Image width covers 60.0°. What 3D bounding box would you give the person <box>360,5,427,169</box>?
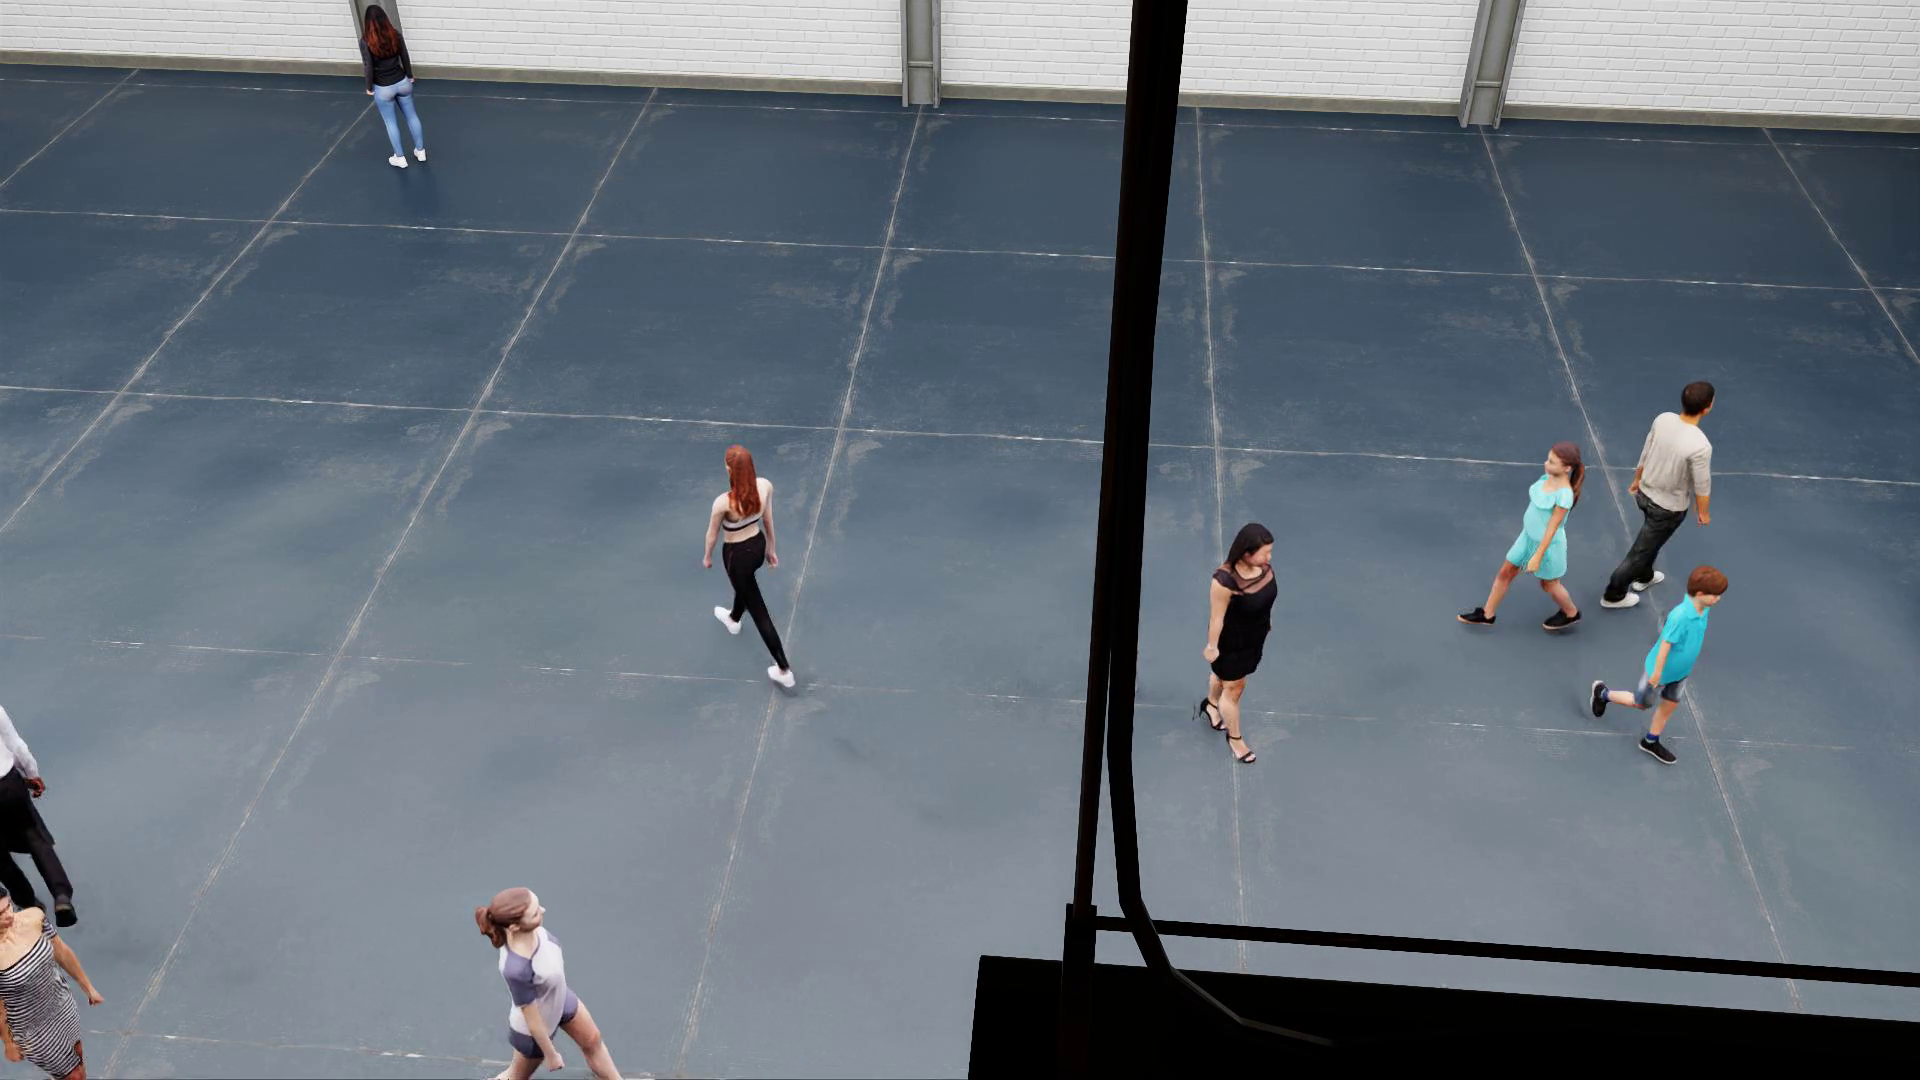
[{"bbox_3d":[-5.674,-4.536,16.590,0.727,1.634,0.781,-29,47,-31],"label":"person"}]

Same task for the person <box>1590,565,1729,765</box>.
[{"bbox_3d":[4.292,0.708,10.188,0.869,1.427,0.886,-21,43,-25],"label":"person"}]

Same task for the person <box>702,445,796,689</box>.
[{"bbox_3d":[-1.317,0.198,10.613,1.105,1.694,1.204,-29,47,-32],"label":"person"}]

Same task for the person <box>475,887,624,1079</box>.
[{"bbox_3d":[-2.096,2.295,7.967,1.195,1.720,0.720,-4,39,-5],"label":"person"}]

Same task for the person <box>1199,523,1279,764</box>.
[{"bbox_3d":[1.633,0.563,10.147,0.912,1.706,0.855,29,47,31],"label":"person"}]

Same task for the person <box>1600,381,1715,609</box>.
[{"bbox_3d":[4.608,-0.245,11.089,0.941,1.792,0.849,-11,40,-13],"label":"person"}]

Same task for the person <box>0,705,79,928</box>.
[{"bbox_3d":[-5.164,1.429,8.970,1.104,1.821,1.008,26,45,29],"label":"person"}]

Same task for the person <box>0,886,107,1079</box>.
[{"bbox_3d":[-4.453,2.260,7.935,0.624,1.814,0.647,10,40,12],"label":"person"}]

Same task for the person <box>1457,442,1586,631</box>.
[{"bbox_3d":[3.919,0.027,10.964,1.079,1.524,0.645,-1,39,-1],"label":"person"}]
